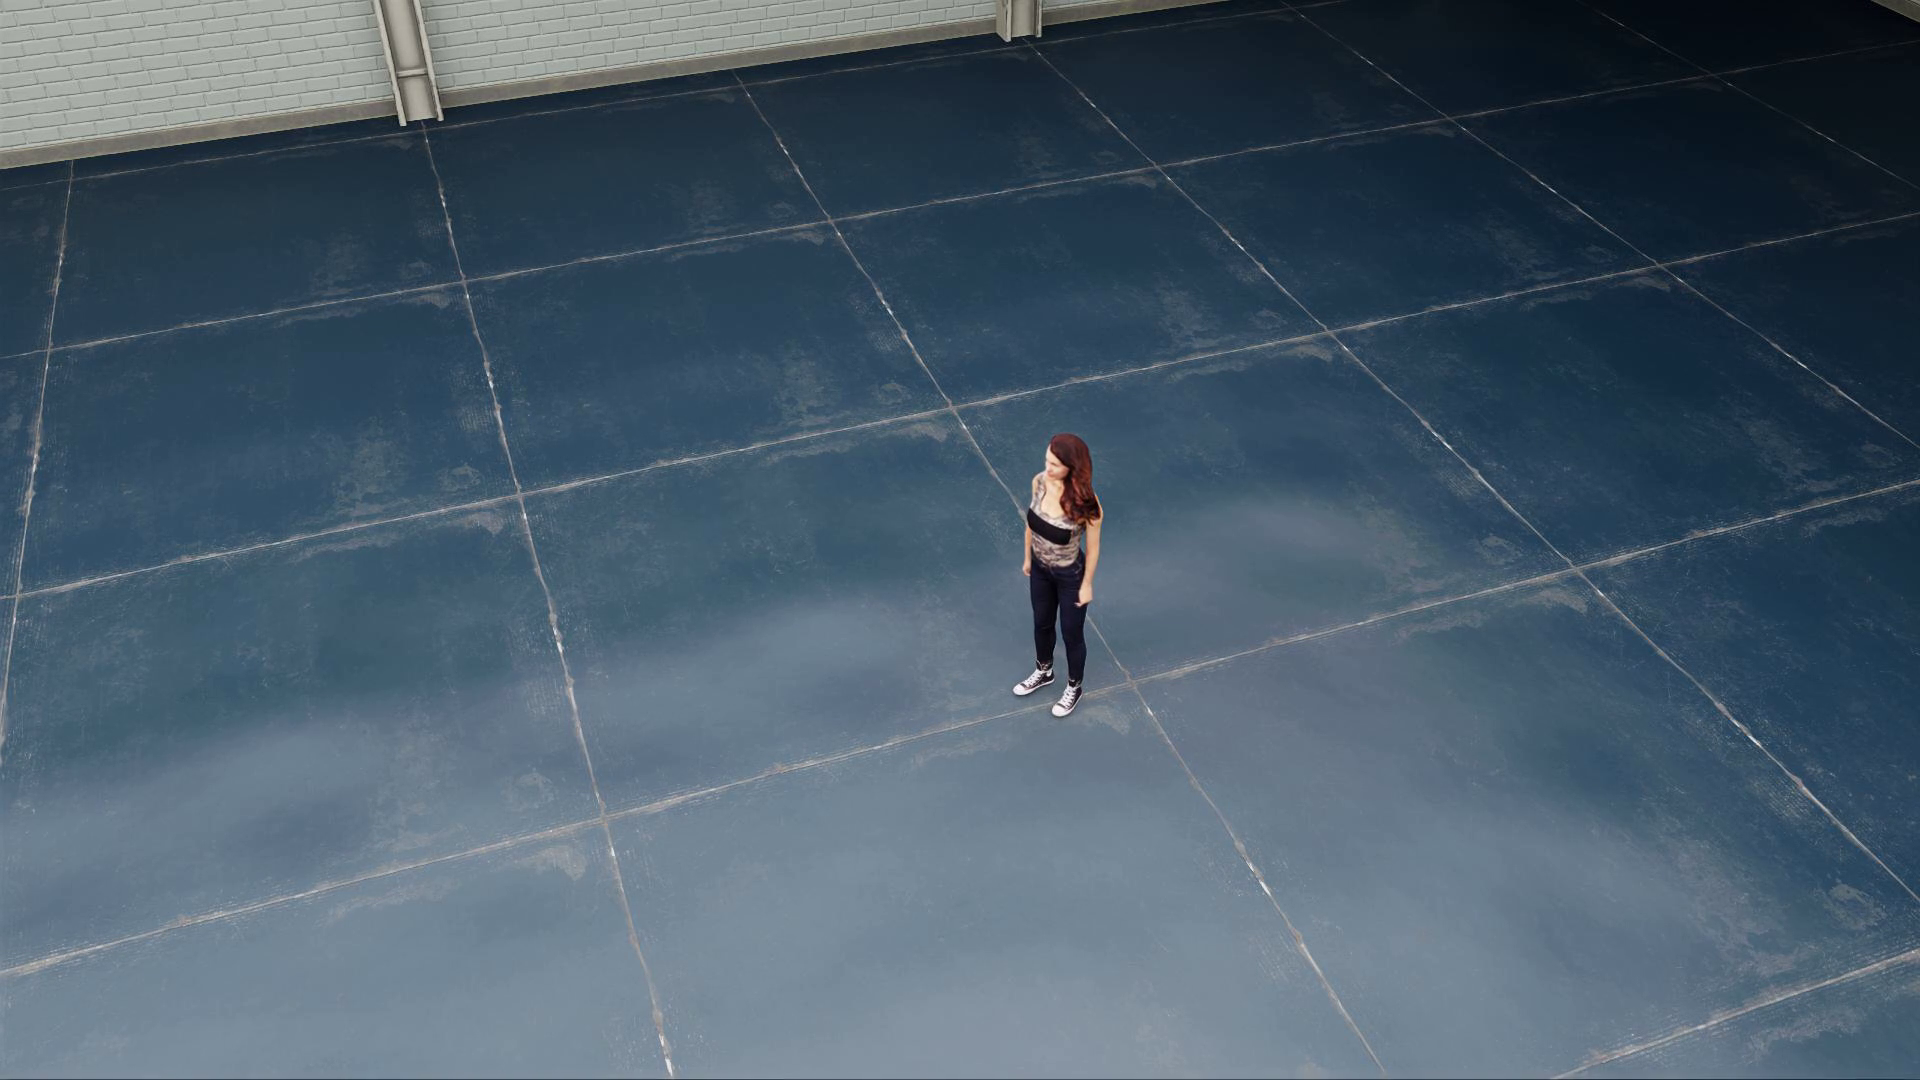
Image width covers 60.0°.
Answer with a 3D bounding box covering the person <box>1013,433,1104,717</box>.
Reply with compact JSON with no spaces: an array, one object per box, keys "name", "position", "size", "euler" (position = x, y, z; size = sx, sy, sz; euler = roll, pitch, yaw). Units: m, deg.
[{"name":"person","position":[0.532,0.173,8.804],"size":[0.690,1.770,0.692],"euler":[28,46,31]}]
